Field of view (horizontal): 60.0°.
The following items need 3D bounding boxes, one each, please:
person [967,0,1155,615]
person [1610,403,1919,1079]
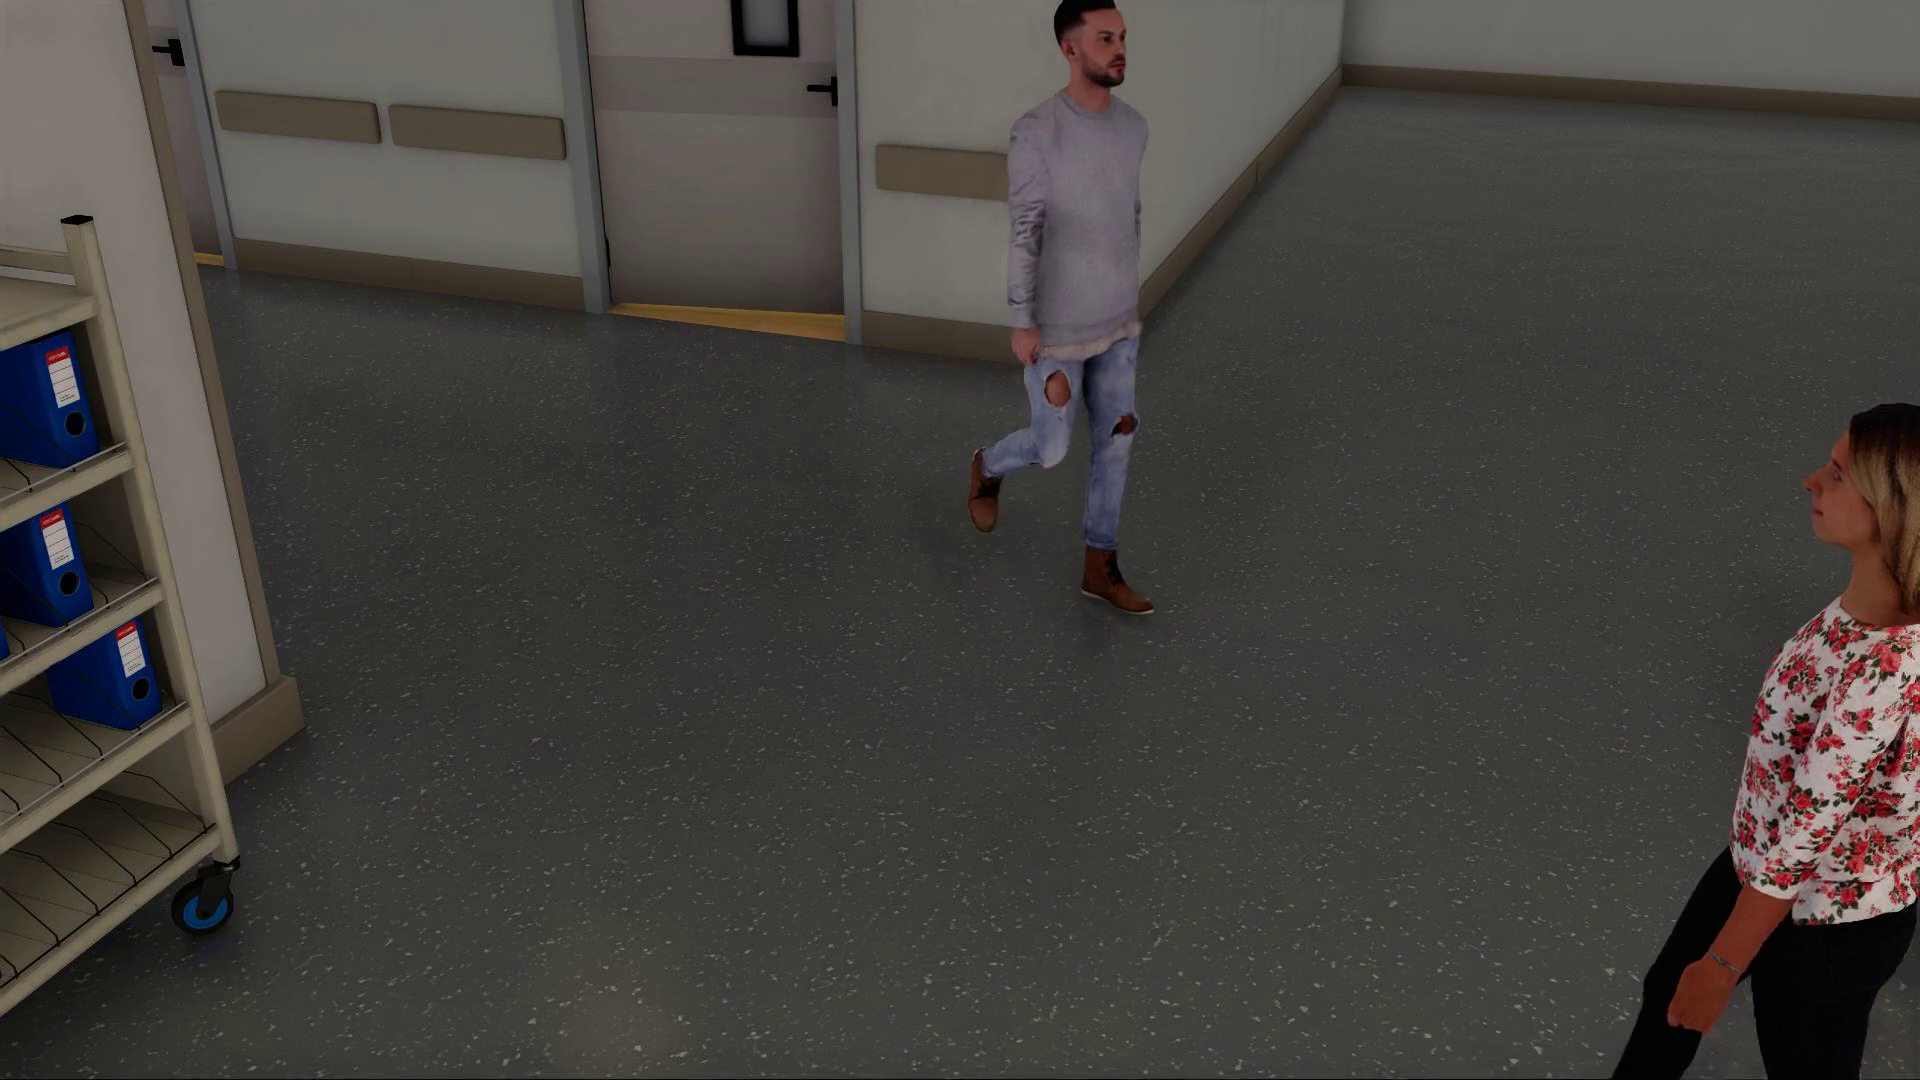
[{"bbox_3d":[0.294,-0.688,4.955,1.092,1.823,1.092,-17,31,-32],"label":"person"},{"bbox_3d":[1.389,0.591,2.550,0.721,1.609,0.840,13,28,24],"label":"person"}]
